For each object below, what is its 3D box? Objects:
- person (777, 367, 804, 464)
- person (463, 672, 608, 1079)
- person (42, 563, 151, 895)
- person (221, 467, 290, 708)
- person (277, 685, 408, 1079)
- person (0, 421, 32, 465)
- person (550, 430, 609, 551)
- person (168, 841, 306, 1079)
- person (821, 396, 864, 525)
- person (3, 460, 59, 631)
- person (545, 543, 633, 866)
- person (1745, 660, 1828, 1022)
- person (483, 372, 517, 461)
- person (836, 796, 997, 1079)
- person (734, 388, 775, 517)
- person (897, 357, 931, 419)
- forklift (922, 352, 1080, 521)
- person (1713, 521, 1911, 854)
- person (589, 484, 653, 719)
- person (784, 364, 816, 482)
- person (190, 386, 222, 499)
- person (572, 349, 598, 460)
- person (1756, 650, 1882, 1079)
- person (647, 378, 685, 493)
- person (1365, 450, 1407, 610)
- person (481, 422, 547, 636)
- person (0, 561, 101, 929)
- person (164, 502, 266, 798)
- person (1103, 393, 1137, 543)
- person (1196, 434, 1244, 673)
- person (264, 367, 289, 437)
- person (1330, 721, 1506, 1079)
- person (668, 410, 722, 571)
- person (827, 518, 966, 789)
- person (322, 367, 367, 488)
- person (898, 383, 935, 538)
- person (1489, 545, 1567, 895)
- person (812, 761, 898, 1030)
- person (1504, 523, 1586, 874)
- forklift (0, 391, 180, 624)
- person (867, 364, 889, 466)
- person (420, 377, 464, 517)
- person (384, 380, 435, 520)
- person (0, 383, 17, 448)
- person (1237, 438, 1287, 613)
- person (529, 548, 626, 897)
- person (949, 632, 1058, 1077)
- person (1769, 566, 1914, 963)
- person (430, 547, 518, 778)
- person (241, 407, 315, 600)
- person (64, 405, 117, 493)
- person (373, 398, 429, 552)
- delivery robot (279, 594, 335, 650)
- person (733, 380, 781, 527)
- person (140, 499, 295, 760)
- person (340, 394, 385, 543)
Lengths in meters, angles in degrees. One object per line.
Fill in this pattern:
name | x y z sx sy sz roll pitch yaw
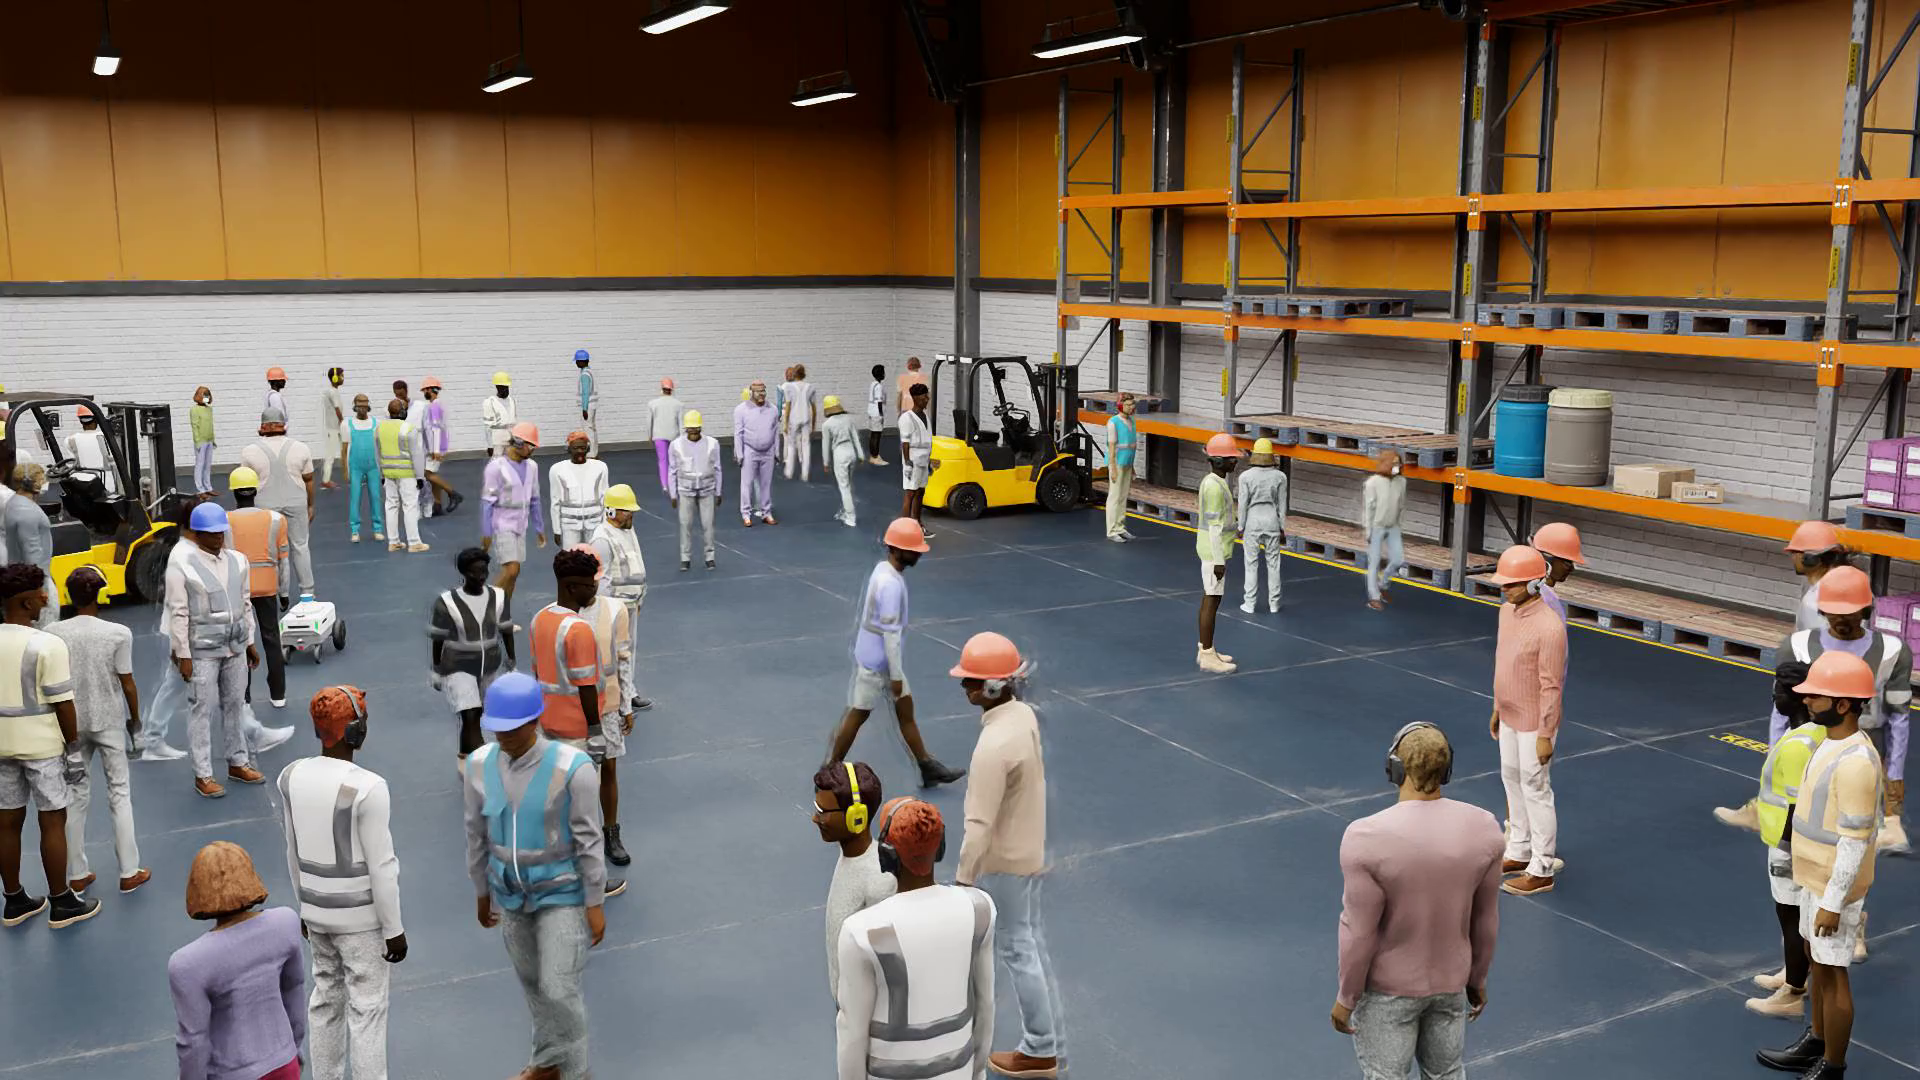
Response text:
person | -2.838 -2.106 28.139 0.514 1.642 0.310 -1 10 -8
person | -1.752 1.459 6.836 0.638 1.919 0.525 3 10 17
person | -4.835 1.059 9.308 0.499 1.860 0.340 -1 10 -5
person | -5.546 0.386 13.012 0.581 1.919 0.393 -7 12 -36
person | -2.460 1.505 6.686 0.578 1.879 0.352 6 11 30
person | -10.348 -0.420 18.091 0.523 1.761 0.330 -1 10 -6
person | -3.660 -0.130 16.093 0.568 1.879 0.352 -4 11 -21
person | -2.422 1.808 5.626 0.285 1.631 0.501 5 11 28
person | -1.577 -1.054 21.946 0.512 1.675 0.787 -8 12 -38
person | -7.377 0.323 13.310 0.408 1.939 0.637 -7 12 -35
person | -2.149 0.967 9.632 0.545 1.930 0.383 -5 11 -28
person | 3.904 1.397 7.803 0.317 1.696 0.540 7 12 33
person | -6.340 -1.374 23.096 0.388 1.927 0.589 5 11 28
person | -0.133 1.742 5.333 0.568 1.876 0.349 -7 12 -35
person | -2.825 -1.195 22.582 0.545 1.736 0.716 -8 12 -38
person | -0.729 -2.143 27.819 0.611 1.820 0.500 3 10 19
forklift | 0.460 -1.461 22.833 2.313 2.155 1.214 -5 11 -28
person | 5.237 0.883 10.005 1.086 1.978 0.627 9 13 41
person | -2.617 0.470 12.809 0.403 1.817 0.601 2 10 10
person | -2.526 -1.835 26.076 0.545 1.835 0.622 -4 10 -20
person | -10.988 -1.418 24.200 0.284 1.633 0.498 1 10 6
person | -6.318 -2.248 28.115 0.414 1.939 0.608 -1 10 -4
person | 3.641 1.416 7.009 0.357 1.938 0.542 3 10 18
person | -4.398 -1.574 24.924 0.553 1.705 0.936 -2 10 -14
person | 4.255 -0.097 16.644 0.515 1.624 0.344 -4 10 -20
person | -4.191 -0.106 15.616 0.488 1.988 0.654 5 11 26
person | -4.940 1.086 8.825 0.613 1.962 0.364 2 10 10
person | -4.932 0.728 11.031 0.385 1.917 0.605 5 11 28
person | 1.989 -0.899 20.596 0.392 1.847 0.563 7 12 33
person | 2.214 0.107 14.238 0.377 2.045 0.605 1 10 6
person | -9.772 -1.515 23.877 0.361 1.940 0.543 -7 12 -33
person | 1.626 1.596 5.965 0.635 1.937 0.352 -3 10 -16
person | -2.969 -0.556 18.691 0.595 1.827 0.403 -2 10 -13
person | -0.448 0.772 10.910 1.028 1.865 0.550 0 10 0
person | -9.320 -1.690 25.198 0.828 1.837 0.521 -3 10 -15
person | -0.525 -0.971 20.666 0.368 1.967 0.600 5 11 28
person | 3.136 1.000 9.312 0.434 1.977 0.601 -1 10 -8
person | -0.350 1.670 5.774 0.334 1.865 0.501 -3 10 -17
person | 3.391 0.902 9.692 0.392 2.033 0.605 3 10 14
forklift | -9.026 -0.363 16.508 1.214 2.155 2.313 6 11 29
person | -1.384 -2.098 27.926 0.322 1.696 0.536 -3 10 -15
person | -7.047 -1.249 22.488 0.552 1.897 0.606 -3 10 -16
person | -7.336 -1.202 22.203 0.627 1.889 0.451 1 10 4
person | -13.571 -1.365 23.516 0.525 1.769 0.308 2 10 14
person | 2.997 -0.144 16.556 0.492 1.740 0.325 0 10 -2
person | -2.144 1.014 9.260 0.381 1.958 0.602 -8 13 -39
person | 0.056 1.364 7.237 0.886 1.957 0.641 2 10 12
person | 4.450 1.124 8.446 0.632 2.026 0.408 5 11 28
person | -3.161 0.863 10.973 0.544 1.645 0.884 -10 14 -44
person | -6.916 -0.354 16.898 0.674 2.000 0.535 -5 11 -25
person | -9.581 -0.564 18.436 0.542 1.928 0.374 -4 11 -20
person | -6.664 -0.769 19.869 0.632 1.841 0.429 4 10 20
delivery robot | -5.767 0.722 14.709 0.477 0.478 0.707 -1 10 -9
person | -2.633 -1.130 21.753 0.636 1.909 0.405 -6 11 -31
person | -5.343 0.631 11.754 1.042 1.858 0.601 -4 11 -21
person | -7.353 -0.885 20.526 0.516 1.842 0.328 -5 11 -27
